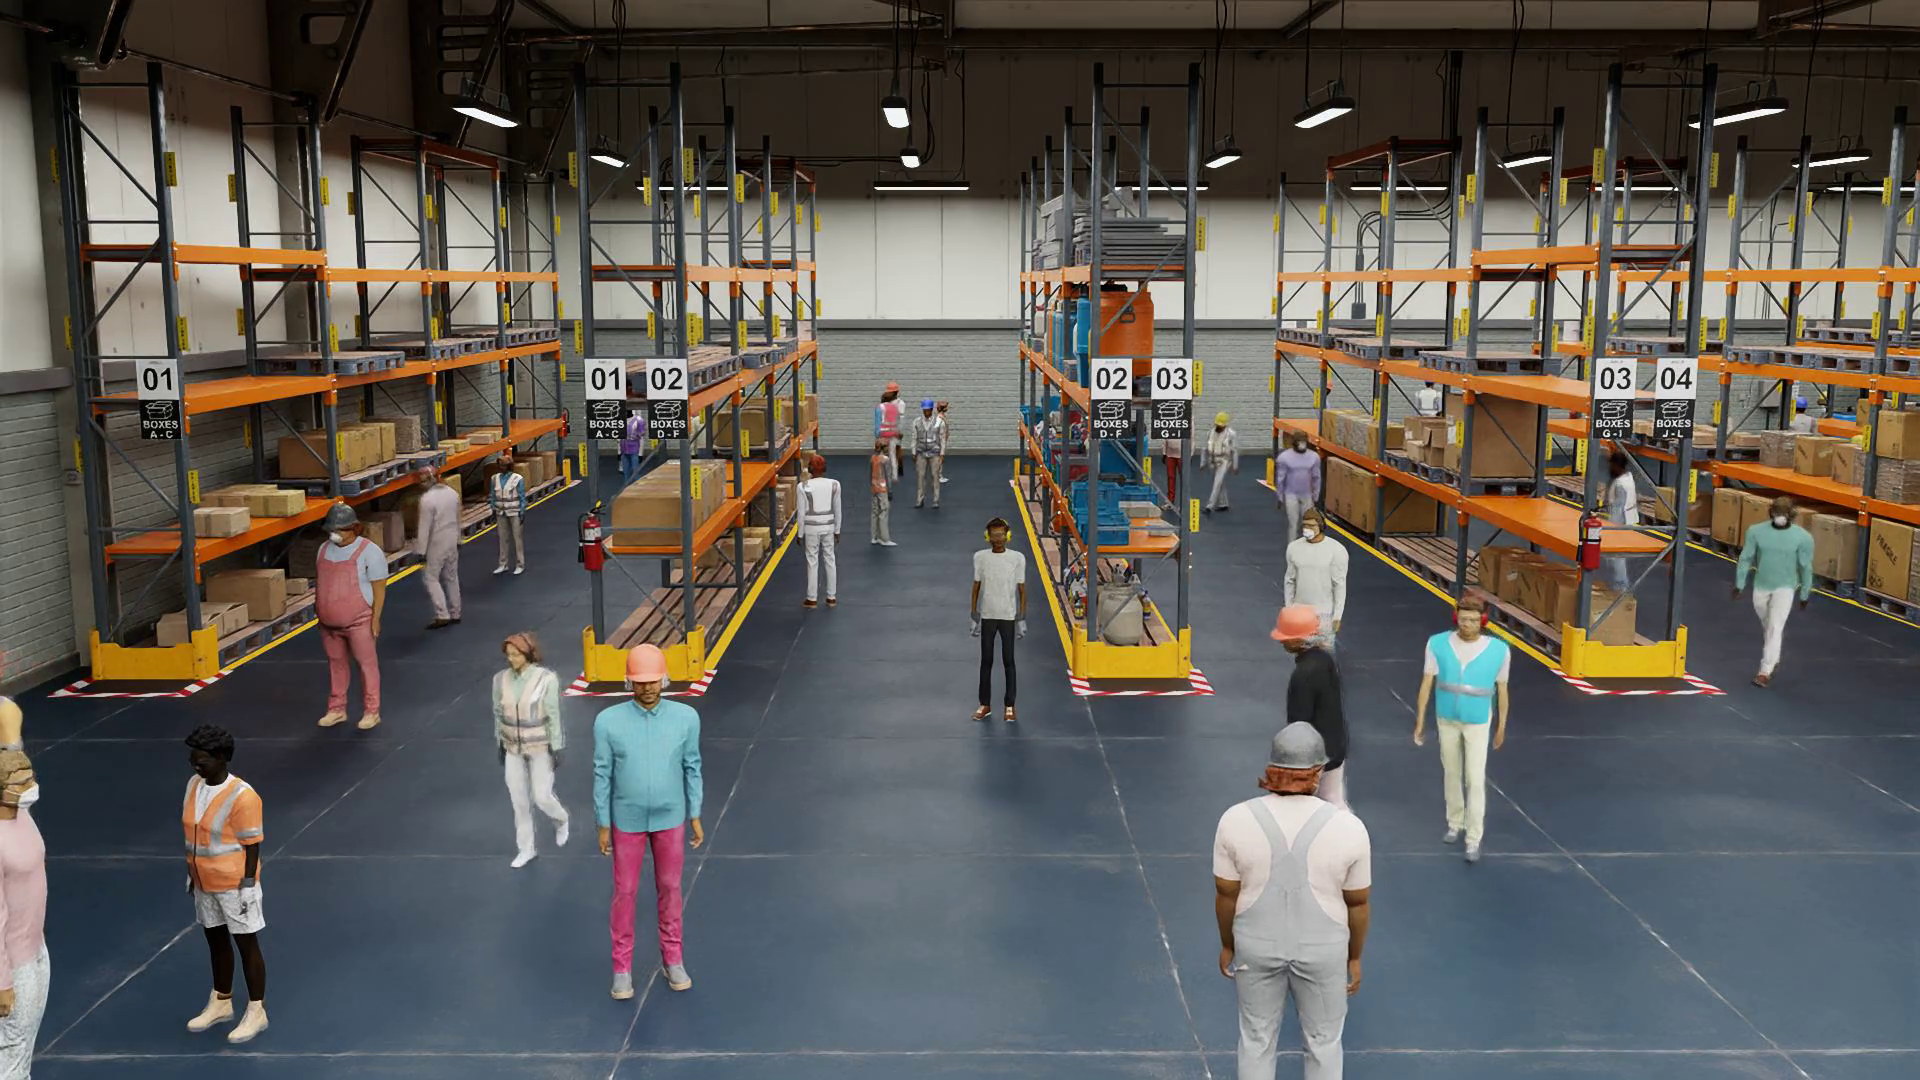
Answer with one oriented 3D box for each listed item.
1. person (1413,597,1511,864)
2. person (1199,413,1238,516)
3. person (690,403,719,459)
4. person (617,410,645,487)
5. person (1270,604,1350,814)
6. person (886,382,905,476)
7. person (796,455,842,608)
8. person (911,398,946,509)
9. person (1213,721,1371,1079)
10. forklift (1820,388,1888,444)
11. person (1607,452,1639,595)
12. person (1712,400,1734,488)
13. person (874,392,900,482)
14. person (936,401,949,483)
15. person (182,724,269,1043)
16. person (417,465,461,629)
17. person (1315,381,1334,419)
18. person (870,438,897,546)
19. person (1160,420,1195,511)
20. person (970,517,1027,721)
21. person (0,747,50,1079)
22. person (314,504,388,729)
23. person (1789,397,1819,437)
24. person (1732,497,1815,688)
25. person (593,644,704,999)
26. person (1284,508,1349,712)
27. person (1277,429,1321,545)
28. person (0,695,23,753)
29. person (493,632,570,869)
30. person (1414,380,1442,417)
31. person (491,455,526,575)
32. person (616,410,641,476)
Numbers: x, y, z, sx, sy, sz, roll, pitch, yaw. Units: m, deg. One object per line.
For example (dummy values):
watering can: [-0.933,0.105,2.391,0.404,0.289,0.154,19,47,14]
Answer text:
person: [3.462,1.301,11.530,0.594,1.810,0.865,5,10,28]
person: [4.376,-1.288,28.339,0.929,1.759,0.650,-9,12,-44]
person: [-4.397,-1.513,29.021,0.622,1.992,0.397,-4,10,-26]
person: [-5.898,-1.590,29.740,0.585,1.927,0.366,5,10,29]
person: [2.212,1.370,10.674,0.672,1.948,0.620,5,10,31]
person: [-1.360,-2.272,34.136,0.386,1.929,0.549,-6,11,-36]
person: [-1.724,-0.104,20.315,0.574,1.885,0.355,-4,10,-25]
person: [-0.557,-1.519,29.210,0.617,1.946,0.393,2,9,13]
person: [1.495,1.808,7.514,0.684,2.000,0.536,3,9,16]
forklift: [20.072,-3.110,36.462,1.873,2.768,1.129,0,9,0]
person: [8.266,-0.163,20.755,0.368,1.884,0.666,5,10,30]
person: [14.028,-1.664,30.640,0.406,1.802,0.637,0,9,-3]
person: [-1.494,-2.052,33.238,0.664,1.778,0.922,-6,11,-34]
person: [-0.371,-1.955,33.044,0.317,1.629,0.508,0,9,3]
person: [-3.876,1.789,8.748,0.533,1.694,0.319,5,10,28]
person: [-5.985,0.066,19.247,0.455,1.892,0.828,3,9,19]
person: [7.682,-2.422,35.090,0.374,1.928,0.542,4,10,22]
person: [-1.186,-0.723,25.092,0.314,1.636,0.515,-6,11,-35]
person: [3.768,-1.490,28.875,0.625,1.992,0.389,7,11,39]
person: [0.346,0.717,15.092,0.538,1.866,0.313,2,9,13]
person: [-4.235,1.870,7.441,0.355,1.938,0.637,-3,9,-17]
person: [-5.474,0.673,14.817,0.674,2.000,0.535,2,9,14]
person: [14.823,-1.551,29.408,0.605,1.951,0.384,2,9,10]
person: [8.077,0.498,16.499,0.643,1.883,1.068,8,12,43]
person: [-1.733,1.554,9.295,0.612,1.996,0.388,-3,9,-19]
person: [3.247,0.661,15.255,0.625,1.935,0.378,7,12,40]
person: [4.759,-0.611,23.469,0.639,1.927,0.561,-1,9,-3]
person: [-5.725,1.529,9.681,0.587,1.917,0.386,2,9,12]
person: [-2.928,1.413,11.371,0.528,1.623,0.438,3,9,16]
person: [10.241,-2.635,36.401,0.605,1.944,0.402,4,10,26]
person: [-6.144,-0.342,22.639,0.517,1.636,0.314,3,9,17]
person: [-6.819,-2.214,34.054,0.600,1.830,0.403,0,9,3]
